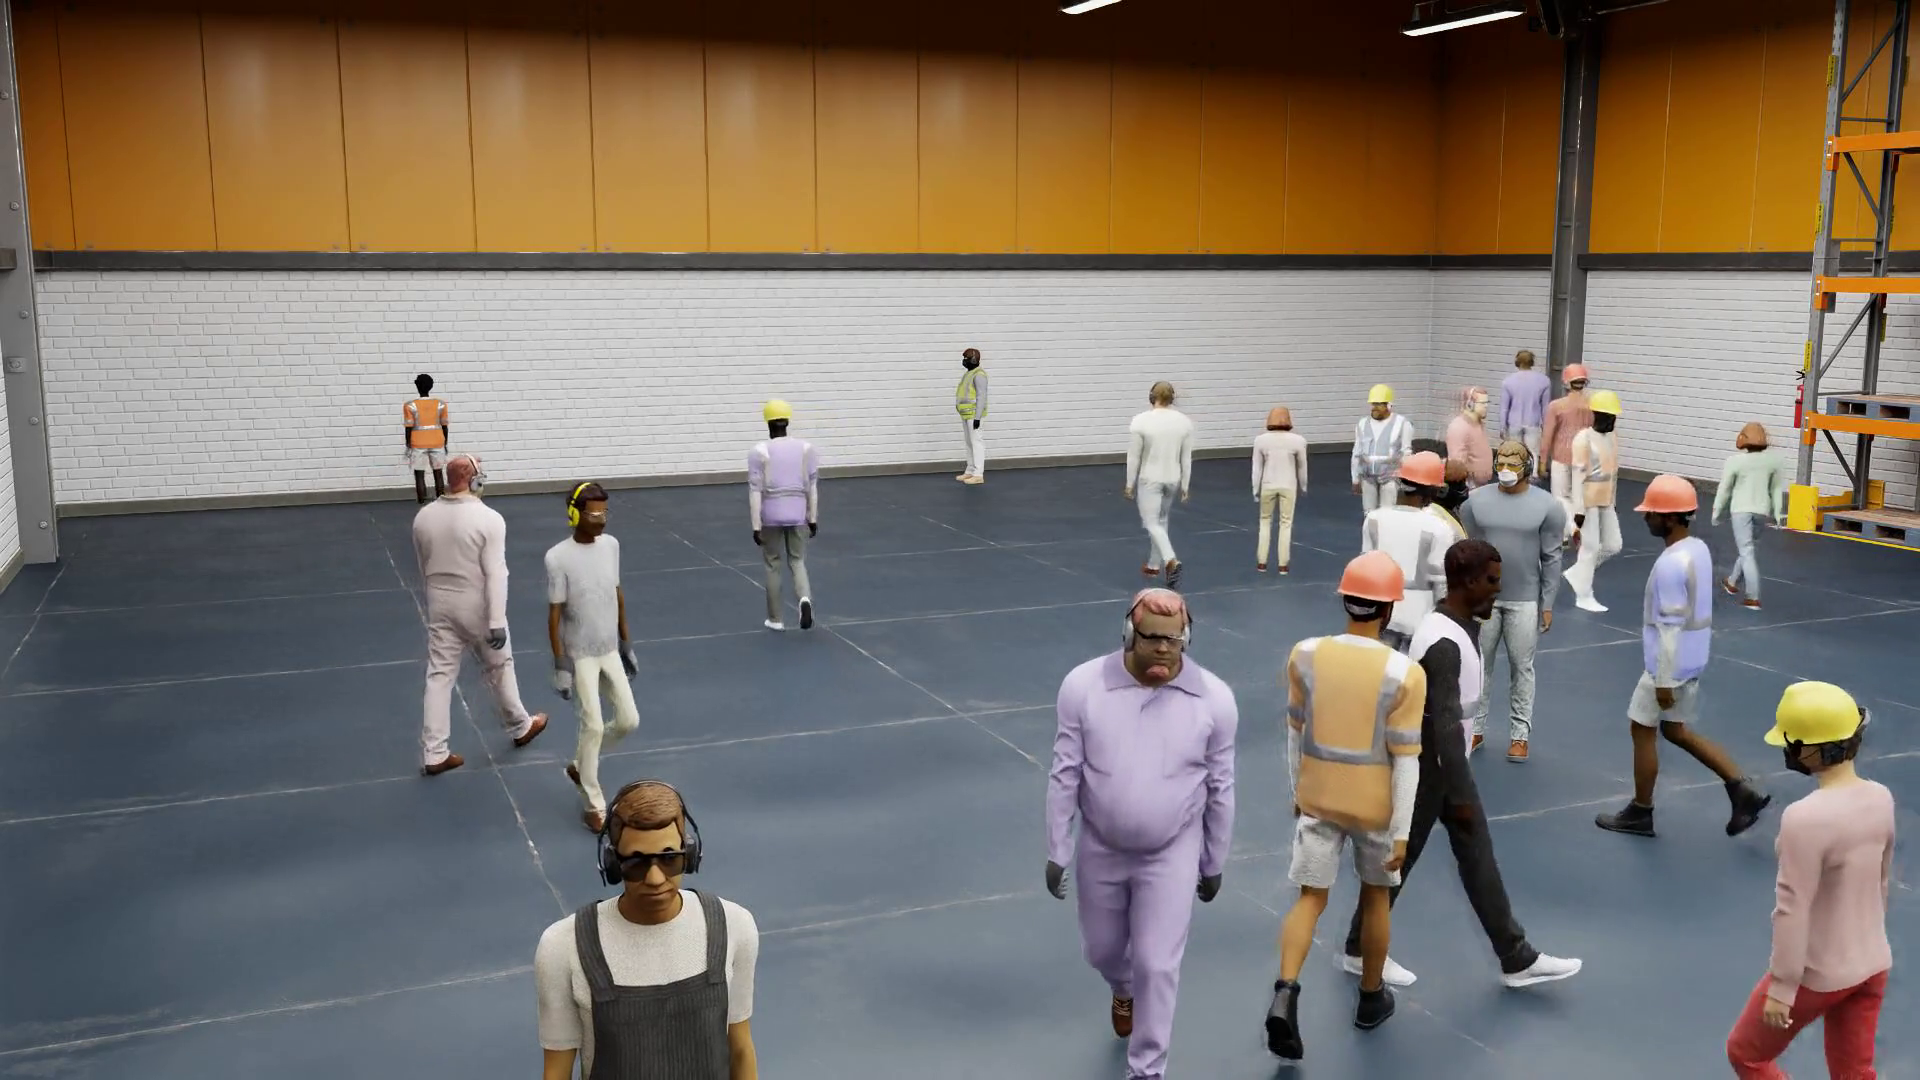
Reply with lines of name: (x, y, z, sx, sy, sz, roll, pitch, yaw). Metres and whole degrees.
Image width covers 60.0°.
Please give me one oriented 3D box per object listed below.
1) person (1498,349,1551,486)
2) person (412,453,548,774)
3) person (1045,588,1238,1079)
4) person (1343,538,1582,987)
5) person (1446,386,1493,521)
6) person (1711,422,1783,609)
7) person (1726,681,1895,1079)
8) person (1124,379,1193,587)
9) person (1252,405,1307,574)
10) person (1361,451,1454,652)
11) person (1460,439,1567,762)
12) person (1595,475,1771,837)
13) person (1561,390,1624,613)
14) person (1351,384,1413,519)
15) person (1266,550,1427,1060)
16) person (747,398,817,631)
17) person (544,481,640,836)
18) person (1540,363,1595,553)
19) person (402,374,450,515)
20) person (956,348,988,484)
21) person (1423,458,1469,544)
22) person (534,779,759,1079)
person: (7.084, -1.440, 20.911, 0.642, 1.927, 0.645, 1, 9, 9)
person: (-2.898, 0.408, 9.919, 0.674, 1.851, 0.980, 4, 10, 20)
person: (0.644, 1.066, 5.888, 0.648, 1.874, 0.814, 2, 10, 12)
person: (2.055, 0.929, 6.726, 1.000, 1.859, 0.632, 5, 10, 26)
person: (4.633, -0.493, 15.364, 0.945, 1.872, 0.656, 7, 12, 38)
person: (6.873, -0.237, 14.602, 0.525, 1.586, 0.830, -1, 9, -4)
person: (2.591, 1.277, 5.000, 0.588, 1.737, 0.419, -5, 11, -30)
person: (1.888, -0.531, 15.456, 0.630, 1.914, 0.874, -4, 10, -22)
person: (3.071, -0.484, 16.015, 0.512, 1.630, 0.346, 3, 10, 16)
person: (2.529, 0.461, 9.479, 0.580, 1.923, 0.410, 7, 12, 37)
person: (3.273, 0.358, 9.983, 0.631, 1.940, 0.372, 5, 11, 30)
person: (3.714, 0.623, 8.476, 0.731, 1.910, 0.569, 8, 12, 40)
person: (5.447, -0.337, 14.269, 0.623, 1.909, 0.470, -7, 12, -37)
person: (4.122, -0.622, 16.276, 0.622, 1.818, 0.452, 7, 12, 37)
person: (1.437, 0.997, 6.218, 0.542, 1.911, 0.815, 5, 11, 29)
person: (-1.402, -0.186, 13.369, 0.603, 1.909, 0.585, -4, 10, -24)
person: (-1.930, 0.605, 8.742, 0.473, 1.850, 0.553, 6, 11, 34)
person: (6.312, -0.832, 17.123, 0.622, 1.968, 0.848, -1, 9, -8)
person: (-6.277, -1.100, 19.575, 0.569, 1.694, 0.374, -6, 11, -33)
person: (0.159, -1.691, 22.695, 0.429, 1.845, 0.621, -3, 10, -16)
person: (2.833, 0.437, 9.800, 0.429, 1.844, 0.627, 3, 10, 18)
person: (-0.684, 1.431, 3.762, 0.506, 1.846, 0.345, -4, 10, -25)
